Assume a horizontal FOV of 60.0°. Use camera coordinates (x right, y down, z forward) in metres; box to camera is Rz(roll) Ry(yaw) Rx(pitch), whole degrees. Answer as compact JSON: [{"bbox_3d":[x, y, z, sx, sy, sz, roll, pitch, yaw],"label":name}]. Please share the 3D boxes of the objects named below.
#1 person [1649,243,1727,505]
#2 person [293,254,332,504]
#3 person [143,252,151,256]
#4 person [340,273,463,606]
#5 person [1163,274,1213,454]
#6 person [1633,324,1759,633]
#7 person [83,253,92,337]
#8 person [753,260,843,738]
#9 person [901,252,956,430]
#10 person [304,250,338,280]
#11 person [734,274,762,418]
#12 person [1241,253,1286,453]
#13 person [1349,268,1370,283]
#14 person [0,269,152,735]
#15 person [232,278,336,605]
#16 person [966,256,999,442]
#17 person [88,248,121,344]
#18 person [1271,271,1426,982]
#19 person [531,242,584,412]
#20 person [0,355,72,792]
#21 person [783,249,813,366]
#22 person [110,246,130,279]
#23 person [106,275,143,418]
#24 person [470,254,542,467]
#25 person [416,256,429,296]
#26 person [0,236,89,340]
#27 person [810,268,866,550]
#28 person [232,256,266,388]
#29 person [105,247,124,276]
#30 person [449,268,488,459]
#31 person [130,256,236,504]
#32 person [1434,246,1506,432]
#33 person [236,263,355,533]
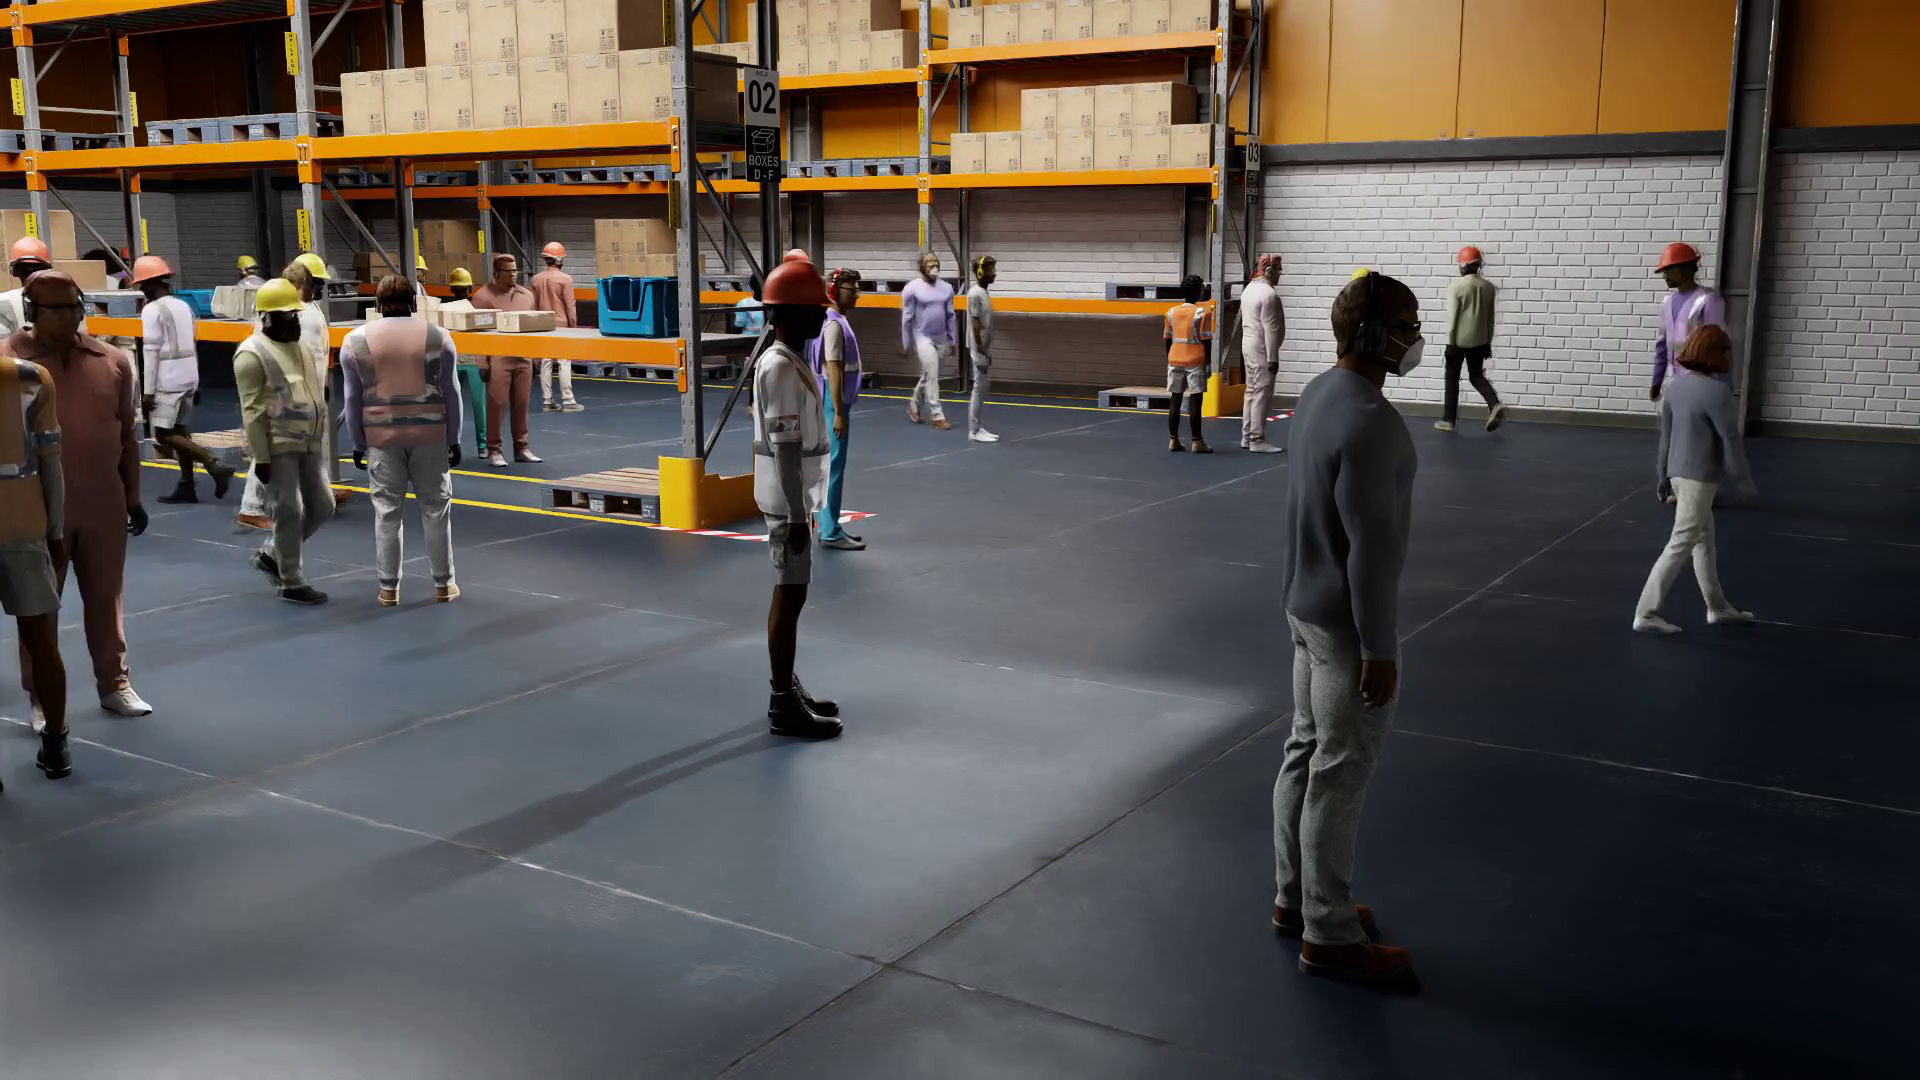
[{"bbox_3d":[5.514,-1.243,12.641,0.532,1.998,0.625,-2,10,-12],"label":"person"},{"bbox_3d":[-4.980,-1.229,12.787,0.387,1.919,0.582,-2,10,-8],"label":"person"},{"bbox_3d":[-13.432,-3.848,27.455,0.538,1.858,0.600,2,10,9],"label":"person"},{"bbox_3d":[-3.076,-0.549,9.233,0.626,1.842,0.429,-3,11,-16],"label":"person"},{"bbox_3d":[2.178,-1.671,15.842,0.535,1.697,0.322,9,14,42],"label":"person"},{"bbox_3d":[3.834,-0.308,8.572,0.741,1.598,0.503,-1,10,-4],"label":"person"},{"bbox_3d":[-14.009,-3.721,26.845,0.636,1.831,0.528,5,12,27],"label":"person"},{"bbox_3d":[-0.668,-0.167,6.833,0.351,1.941,0.545,-1,10,-5],"label":"person"},{"bbox_3d":[-0.359,-2.170,18.070,0.638,1.902,0.945,-7,12,-34],"label":"person"},{"bbox_3d":[-10.087,-3.692,26.087,0.690,2.000,0.821,-9,14,-41],"label":"person"},{"bbox_3d":[-2.216,-2.159,18.647,0.555,1.654,0.845,-9,14,-41],"label":"person"},{"bbox_3d":[2.907,-1.779,15.901,0.399,1.896,0.648,-2,10,-10],"label":"person"},{"bbox_3d":[4.053,-1.885,16.900,0.295,1.744,0.491,1,10,8],"label":"person"},{"bbox_3d":[-3.713,-0.152,6.925,0.444,1.919,0.647,8,13,39],"label":"person"},{"bbox_3d":[-3.747,-0.536,9.219,0.443,1.812,0.612,3,11,14],"label":"person"},{"bbox_3d":[0.244,-1.906,16.754,0.364,1.857,0.562,2,10,11],"label":"person"},{"bbox_3d":[-10.275,-2.553,20.090,0.943,1.934,0.610,4,11,20],"label":"person"},{"bbox_3d":[1.073,0.234,4.616,0.353,1.937,0.635,-1,10,-3],"label":"person"},{"bbox_3d":[-4.759,-2.504,19.627,0.608,1.996,0.381,5,11,26],"label":"person"},{"bbox_3d":[-3.585,-0.031,6.115,0.370,1.928,0.543,10,14,43],"label":"person"},{"bbox_3d":[-1.507,-1.713,15.406,0.354,1.939,0.544,6,12,31],"label":"person"},{"bbox_3d":[-11.166,-2.991,22.490,0.550,1.937,0.357,-6,12,-30],"label":"person"},{"bbox_3d":[-9.183,-2.119,18.484,0.408,1.623,0.526,7,12,32],"label":"person"},{"bbox_3d":[-4.065,-1.615,14.982,0.402,1.898,0.648,8,13,38],"label":"person"},{"bbox_3d":[-6.939,-2.713,21.264,0.404,1.825,0.587,-7,12,-32],"label":"person"},{"bbox_3d":[-6.248,-1.033,11.341,0.605,2.045,0.382,-7,12,-34],"label":"person"},{"bbox_3d":[-0.827,-0.860,10.945,0.390,1.841,0.564,-1,10,-5],"label":"person"},{"bbox_3d":[-9.693,-2.958,22.658,0.689,1.804,0.608,4,11,21],"label":"person"},{"bbox_3d":[-12.400,-3.341,24.497,0.589,1.914,0.392,1,10,3],"label":"person"},{"bbox_3d":[-4.587,-1.623,15.386,0.525,1.770,0.307,-1,10,-6],"label":"person"},{"bbox_3d":[-5.884,-1.187,12.589,0.666,1.905,0.589,0,10,2],"label":"person"},{"bbox_3d":[5.388,-2.102,17.494,0.621,1.971,0.852,-4,11,-22],"label":"person"},{"bbox_3d":[-4.745,-1.020,11.793,0.688,1.869,1.089,7,13,36],"label":"person"}]
